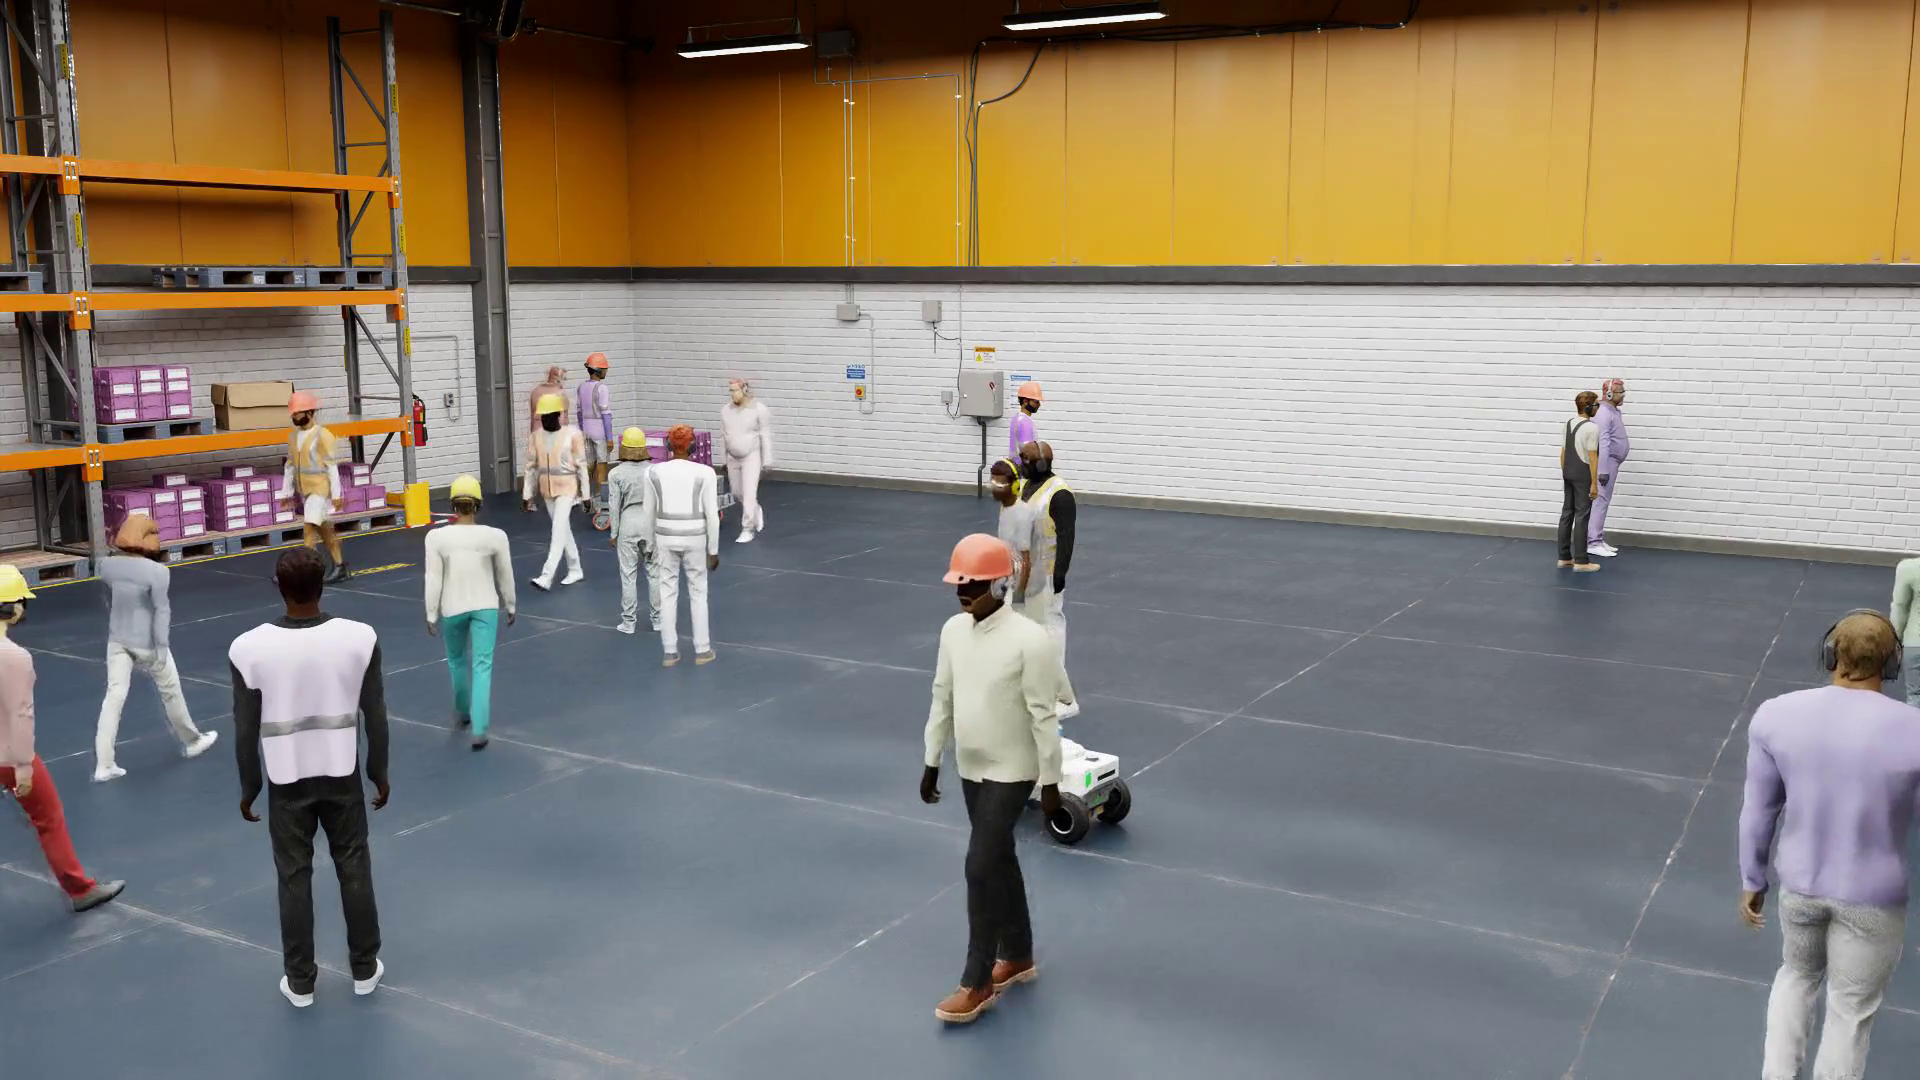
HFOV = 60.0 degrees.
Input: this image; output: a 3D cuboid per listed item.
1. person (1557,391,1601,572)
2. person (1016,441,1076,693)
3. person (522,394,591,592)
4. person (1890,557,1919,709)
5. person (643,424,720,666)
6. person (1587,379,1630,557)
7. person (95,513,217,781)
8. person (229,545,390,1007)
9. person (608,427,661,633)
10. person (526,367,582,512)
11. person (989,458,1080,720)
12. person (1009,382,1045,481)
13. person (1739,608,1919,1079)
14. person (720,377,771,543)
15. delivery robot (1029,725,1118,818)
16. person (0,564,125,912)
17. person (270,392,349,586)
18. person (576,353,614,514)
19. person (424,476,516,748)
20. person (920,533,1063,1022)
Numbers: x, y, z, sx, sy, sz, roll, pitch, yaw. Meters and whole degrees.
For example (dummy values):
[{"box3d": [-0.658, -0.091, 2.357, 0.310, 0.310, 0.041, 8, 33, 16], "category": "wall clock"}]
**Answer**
[{"box3d": [6.333, -0.601, 16.980, 0.350, 1.846, 0.506, -3, 9, -16], "category": "person"}, {"box3d": [0.561, 0.197, 12.016, 0.429, 1.839, 0.633, -6, 11, -31], "category": "person"}, {"box3d": [-3.921, -0.450, 15.908, 0.617, 1.875, 0.966, 4, 10, 24], "category": "person"}, {"box3d": [5.810, 0.644, 9.915, 0.500, 1.621, 0.339, 4, 10, 23], "category": "person"}, {"box3d": [-2.149, 0.039, 12.865, 0.593, 1.882, 0.354, 0, 9, 2], "category": "person"}, {"box3d": [6.988, -0.783, 17.929, 0.404, 1.906, 0.652, 4, 10, 24], "category": "person"}, {"box3d": [-4.985, 0.627, 10.132, 0.516, 1.584, 0.871, 2, 9, 12], "category": "person"}, {"box3d": [-2.676, 0.978, 6.903, 0.597, 1.914, 0.372, -4, 10, -25], "category": "person"}, {"box3d": [-2.730, -0.083, 14.061, 0.487, 1.746, 0.289, -4, 10, -26], "category": "person"}, {"box3d": [-5.238, -1.289, 21.280, 0.766, 1.843, 0.954, 5, 10, 28], "category": "person"}, {"box3d": [0.376, 0.354, 11.119, 0.977, 1.816, 0.552, -4, 10, -21], "category": "person"}, {"box3d": [0.684, -0.655, 17.056, 0.375, 1.930, 0.542, -1, 9, -7], "category": "person"}, {"box3d": [2.980, 1.186, 5.600, 0.473, 1.923, 0.646, -9, 13, -44], "category": "person"}, {"box3d": [-2.426, -0.935, 18.999, 0.658, 1.878, 0.775, 4, 10, 24], "category": "person"}, {"box3d": [0.503, 1.256, 9.116, 0.707, 0.478, 0.477, 7, 11, 37], "category": "delivery robot"}, {"box3d": [-4.369, 0.966, 7.595, 0.533, 1.721, 0.907, 4, 10, 24], "category": "person"}, {"box3d": [-6.301, -0.459, 15.936, 0.574, 1.885, 0.970, 6, 11, 32], "category": "person"}, {"box3d": [-4.535, -1.324, 20.877, 0.616, 2.041, 0.383, 8, 12, 43], "category": "person"}, {"box3d": [-3.184, 0.439, 10.852, 0.553, 1.716, 0.900, -2, 9, -14], "category": "person"}, {"box3d": [0.041, 0.958, 6.834, 0.795, 1.966, 0.649, -7, 12, -38], "category": "person"}]
